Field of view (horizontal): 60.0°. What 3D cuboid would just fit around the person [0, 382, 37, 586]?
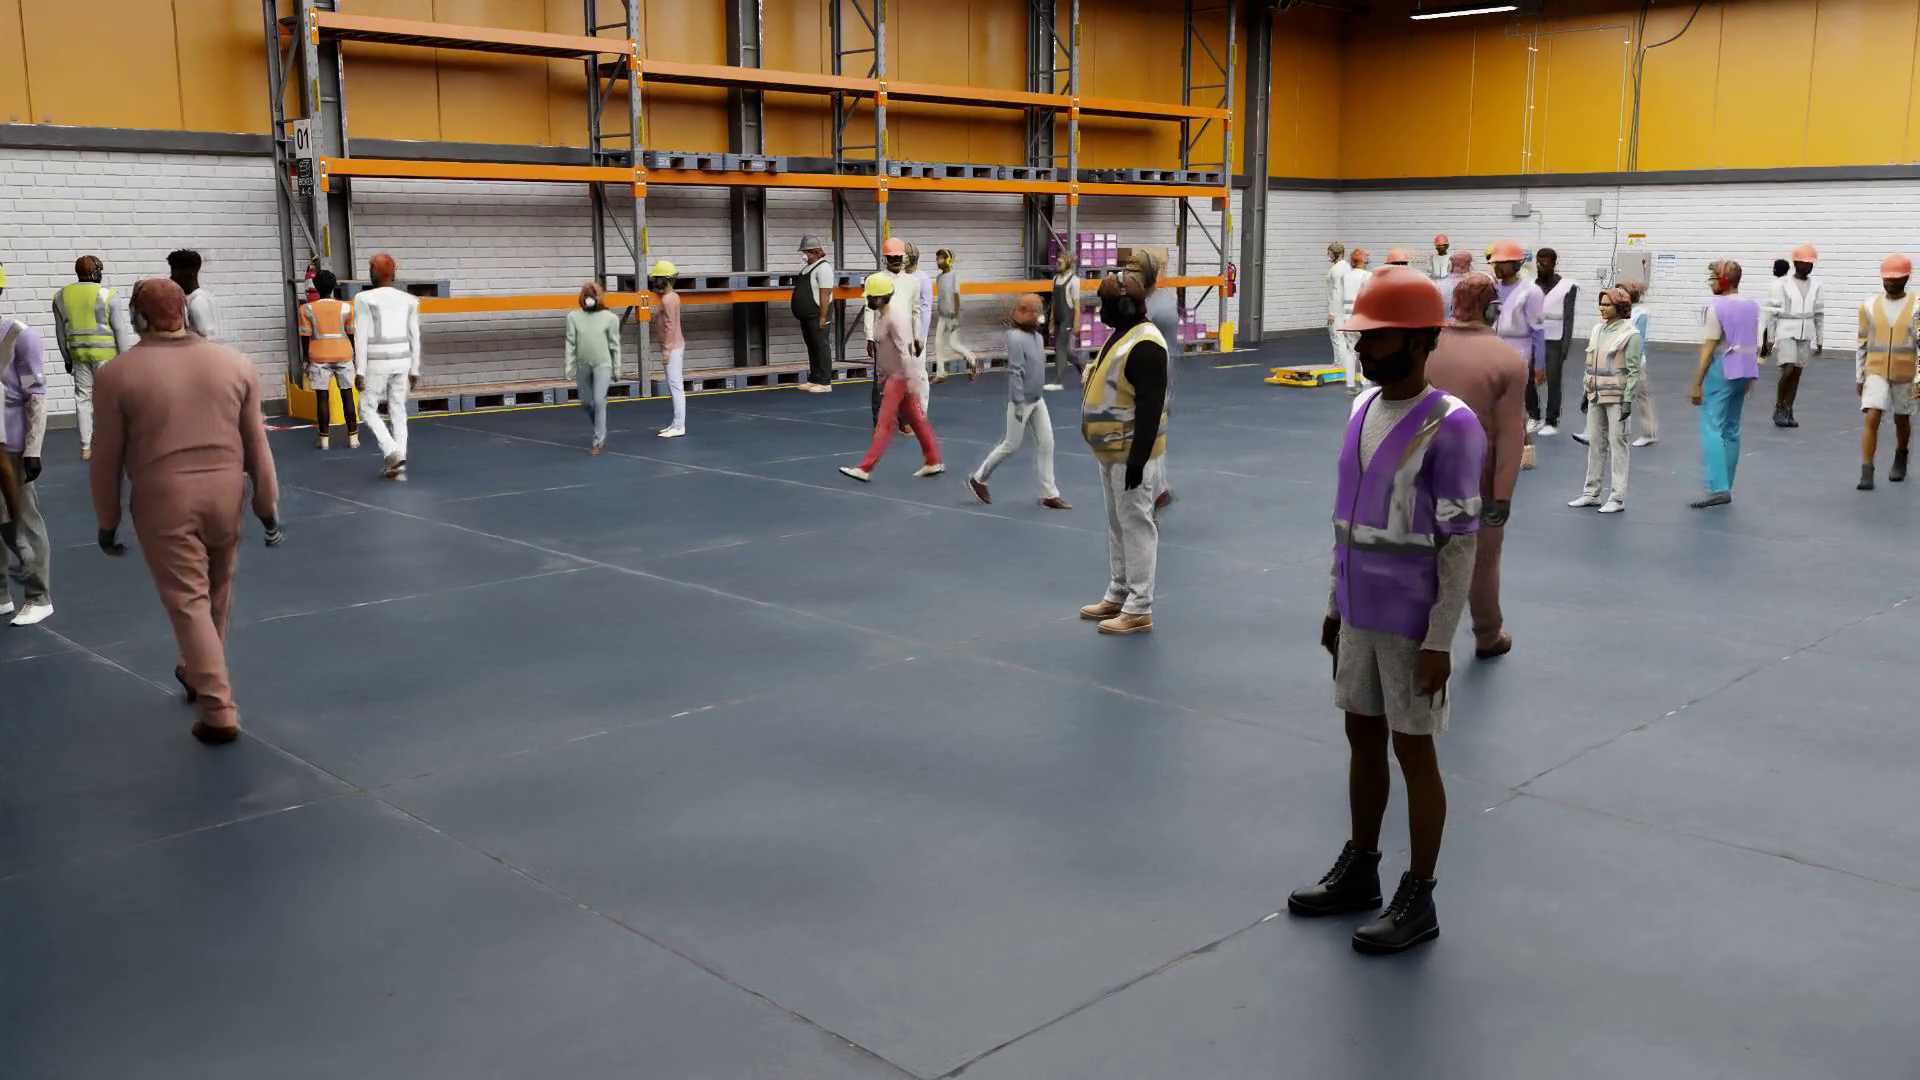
[{"bbox_3d":[-3.838,-0.021,6.235,0.631,1.824,0.868,-6,12,-28],"label":"person"}]

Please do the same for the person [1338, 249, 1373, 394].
[{"bbox_3d":[5.070,-2.786,21.254,0.428,1.848,0.632,-9,13,-39],"label":"person"}]

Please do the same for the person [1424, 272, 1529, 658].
[{"bbox_3d":[2.296,-0.302,7.701,0.650,1.861,0.988,8,13,36],"label":"person"}]

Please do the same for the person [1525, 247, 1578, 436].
[{"bbox_3d":[5.921,-1.994,16.818,0.491,1.897,0.630,-10,14,-43],"label":"person"}]

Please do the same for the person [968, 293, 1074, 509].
[{"bbox_3d":[0.446,-1.032,12.372,0.793,1.606,0.506,6,12,31],"label":"person"}]

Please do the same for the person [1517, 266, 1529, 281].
[{"bbox_3d":[9.026,-3.881,27.340,0.678,1.808,0.625,-1,10,-7],"label":"person"}]

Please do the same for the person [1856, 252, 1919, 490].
[{"bbox_3d":[7.528,-1.367,13.416,0.542,1.903,0.919,8,13,38],"label":"person"}]

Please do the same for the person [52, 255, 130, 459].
[{"bbox_3d":[-7.821,-1.648,15.076,0.636,1.842,0.429,0,10,2],"label":"person"}]

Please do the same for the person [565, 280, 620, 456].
[{"bbox_3d":[-3.401,-1.620,15.538,0.494,1.613,0.666,1,10,7],"label":"person"}]

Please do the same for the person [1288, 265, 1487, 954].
[{"bbox_3d":[1.211,0.201,4.726,0.361,1.939,0.543,-5,11,-23],"label":"person"}]

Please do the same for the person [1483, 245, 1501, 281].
[{"bbox_3d":[9.493,-4.279,29.394,1.020,1.866,0.604,10,14,42],"label":"person"}]

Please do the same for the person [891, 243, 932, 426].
[{"bbox_3d":[-0.526,-2.159,17.595,0.373,1.940,0.629,-6,12,-31],"label":"person"}]

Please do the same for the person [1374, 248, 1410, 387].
[{"bbox_3d":[5.164,-2.452,19.383,0.546,1.886,1.017,-8,13,-37],"label":"person"}]

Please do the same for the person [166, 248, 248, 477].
[{"bbox_3d":[-6.251,-1.423,13.646,0.966,1.928,0.615,-4,11,-21],"label":"person"}]

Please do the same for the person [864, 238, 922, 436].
[{"bbox_3d":[-0.670,-2.030,16.740,0.612,1.995,0.376,-5,11,-23],"label":"person"}]

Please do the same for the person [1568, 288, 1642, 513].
[{"bbox_3d":[4.757,-1.020,12.195,0.310,1.642,0.514,-4,11,-19],"label":"person"}]

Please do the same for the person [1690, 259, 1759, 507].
[{"bbox_3d":[5.792,-1.171,12.474,0.763,1.846,0.453,-7,12,-32],"label":"person"}]

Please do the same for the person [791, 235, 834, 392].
[{"bbox_3d":[-1.923,-2.938,21.567,0.535,2.000,0.682,-5,12,-27],"label":"person"}]

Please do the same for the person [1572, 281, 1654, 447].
[{"bbox_3d":[6.311,-1.662,15.823,0.907,1.585,0.531,-4,11,-20],"label":"person"}]

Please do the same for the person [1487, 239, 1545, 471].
[{"bbox_3d":[4.570,-1.529,14.042,1.062,1.980,0.632,-6,12,-28],"label":"person"}]

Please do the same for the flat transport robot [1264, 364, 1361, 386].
[{"bbox_3d":[4.848,-2.259,22.692,1.431,0.197,0.652,-9,14,-42],"label":"flat transport robot"}]

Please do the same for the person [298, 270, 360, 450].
[{"bbox_3d":[-5.967,-1.703,15.768,0.529,1.697,0.321,-5,11,-25],"label":"person"}]

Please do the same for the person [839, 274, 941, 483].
[{"bbox_3d":[-0.564,-1.318,13.682,0.956,1.703,0.587,-3,11,-16],"label":"person"}]

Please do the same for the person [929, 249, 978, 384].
[{"bbox_3d":[-0.099,-3.056,22.757,0.731,1.843,0.524,-10,14,-43],"label":"person"}]

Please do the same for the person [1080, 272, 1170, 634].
[{"bbox_3d":[0.835,-0.442,8.518,0.430,1.838,0.619,-2,11,-9],"label":"person"}]

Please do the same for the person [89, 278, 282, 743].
[{"bbox_3d":[-3.197,-0.136,6.824,0.989,1.845,0.655,10,14,43],"label":"person"}]

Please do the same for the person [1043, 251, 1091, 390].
[{"bbox_3d":[1.420,-2.877,21.836,0.754,1.829,0.518,-5,12,-26],"label":"person"}]

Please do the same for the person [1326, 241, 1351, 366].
[{"bbox_3d":[5.233,-3.169,23.121,0.373,1.935,0.628,4,11,21],"label":"person"}]

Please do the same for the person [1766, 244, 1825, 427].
[{"bbox_3d":[8.806,-2.129,17.462,0.569,1.924,0.496,-1,10,-3],"label":"person"}]

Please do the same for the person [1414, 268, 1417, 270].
[{"bbox_3d":[5.465,-2.493,20.250,0.507,1.631,0.268,2,11,11],"label":"person"}]

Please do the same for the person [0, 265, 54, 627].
[{"bbox_3d":[-5.011,-0.513,8.644,0.587,1.930,0.354,3,11,14],"label":"person"}]

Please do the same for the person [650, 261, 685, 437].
[{"bbox_3d":[-2.934,-1.918,16.750,0.320,1.769,0.523,-1,10,-4],"label":"person"}]

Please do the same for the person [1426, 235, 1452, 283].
[{"bbox_3d":[9.027,-4.697,31.204,0.611,2.034,0.442,6,12,32],"label":"person"}]

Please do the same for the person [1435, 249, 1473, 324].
[{"bbox_3d":[4.736,-1.816,15.884,0.642,1.882,0.742,1,10,6],"label":"person"}]

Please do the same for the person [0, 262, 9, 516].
[{"bbox_3d":[-7.004,-1.108,12.057,0.310,1.868,0.533,-3,11,-16],"label":"person"}]

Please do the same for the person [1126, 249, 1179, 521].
[{"bbox_3d":[1.227,-0.986,11.221,0.443,1.929,0.649,-4,11,-23],"label":"person"}]

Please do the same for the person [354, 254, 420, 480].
[{"bbox_3d":[-4.728,-1.411,13.693,0.408,1.871,0.617,8,13,39],"label":"person"}]

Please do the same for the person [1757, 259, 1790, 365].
[{"bbox_3d":[12.713,-3.507,25.704,0.844,1.664,0.537,7,13,35],"label":"person"}]
